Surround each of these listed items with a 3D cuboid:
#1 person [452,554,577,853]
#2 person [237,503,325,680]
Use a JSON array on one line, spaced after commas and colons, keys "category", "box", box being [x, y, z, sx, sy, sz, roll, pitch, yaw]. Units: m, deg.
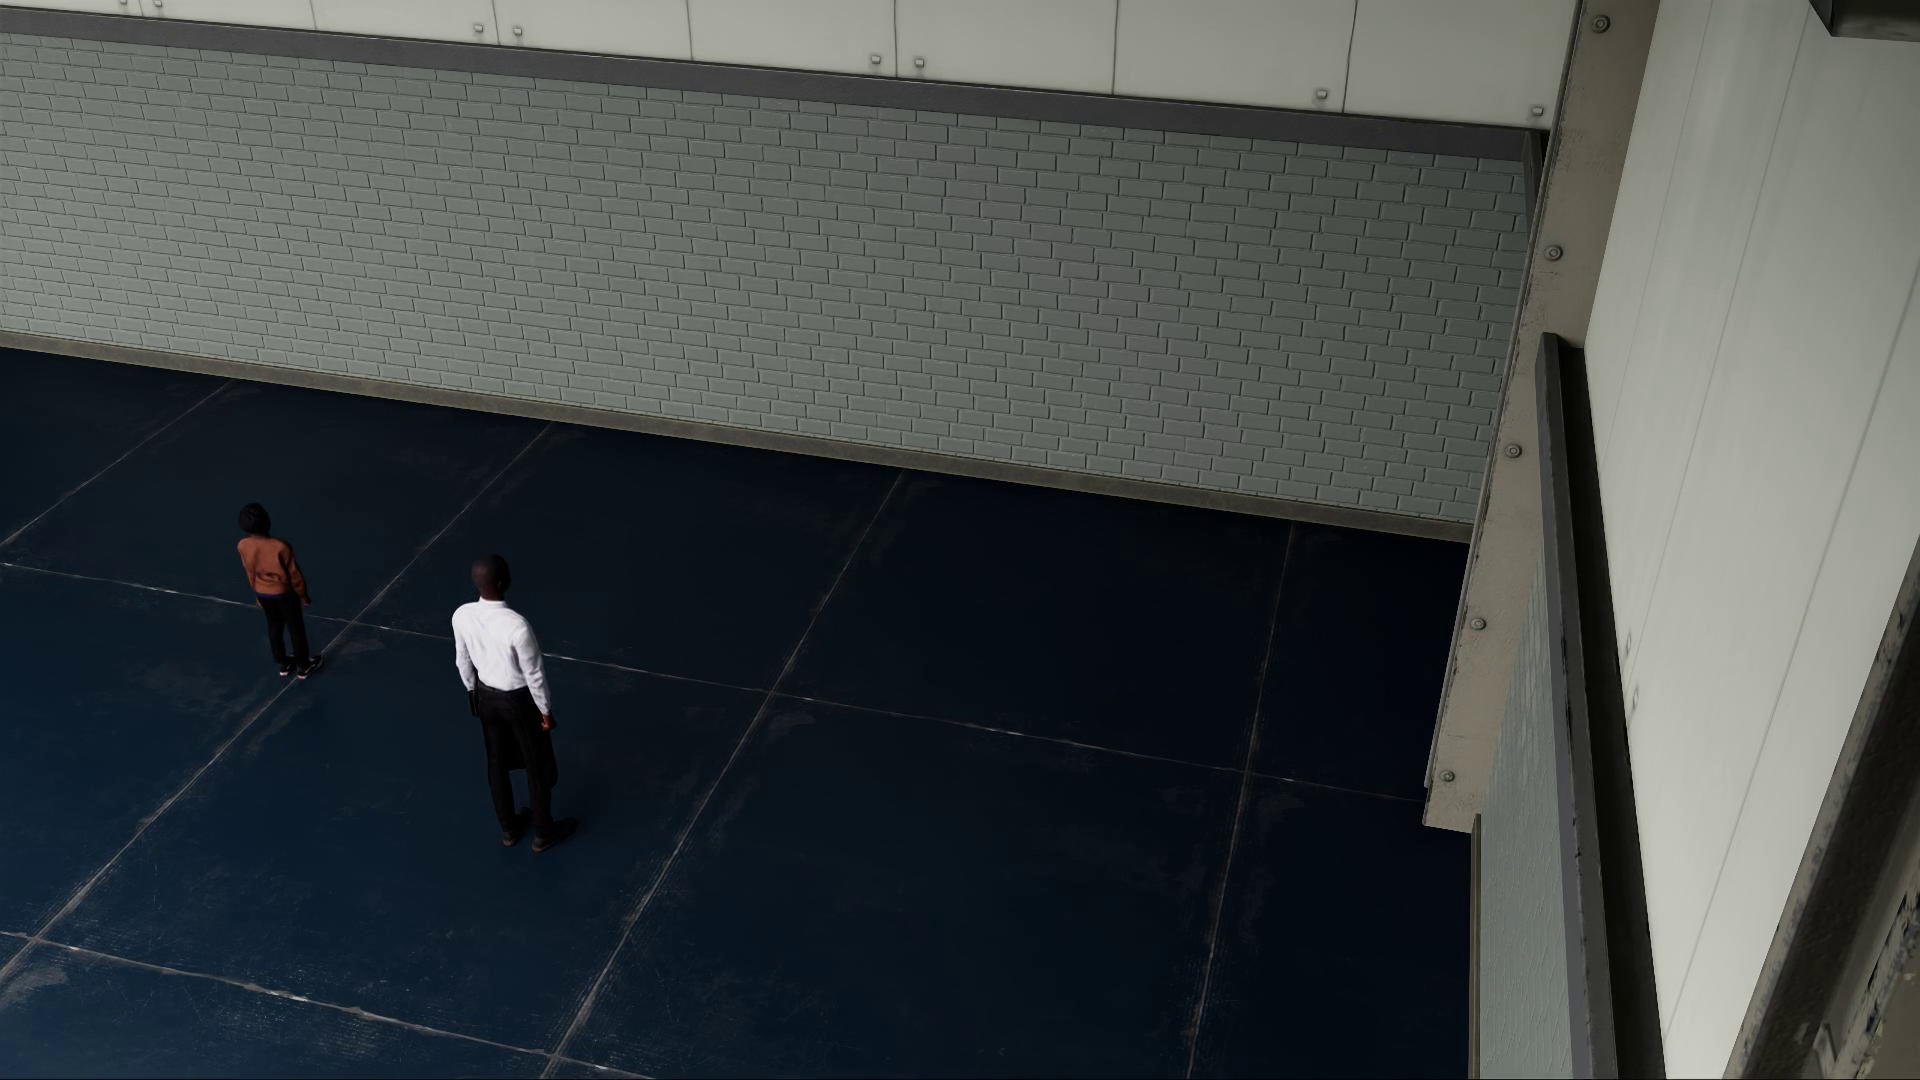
[{"category": "person", "box": [-2.428, 0.885, 8.943, 0.653, 1.834, 0.536, 10, 34, 16]}, {"category": "person", "box": [-4.265, 0.322, 10.380, 0.527, 1.254, 0.488, 6, 33, 10]}]
